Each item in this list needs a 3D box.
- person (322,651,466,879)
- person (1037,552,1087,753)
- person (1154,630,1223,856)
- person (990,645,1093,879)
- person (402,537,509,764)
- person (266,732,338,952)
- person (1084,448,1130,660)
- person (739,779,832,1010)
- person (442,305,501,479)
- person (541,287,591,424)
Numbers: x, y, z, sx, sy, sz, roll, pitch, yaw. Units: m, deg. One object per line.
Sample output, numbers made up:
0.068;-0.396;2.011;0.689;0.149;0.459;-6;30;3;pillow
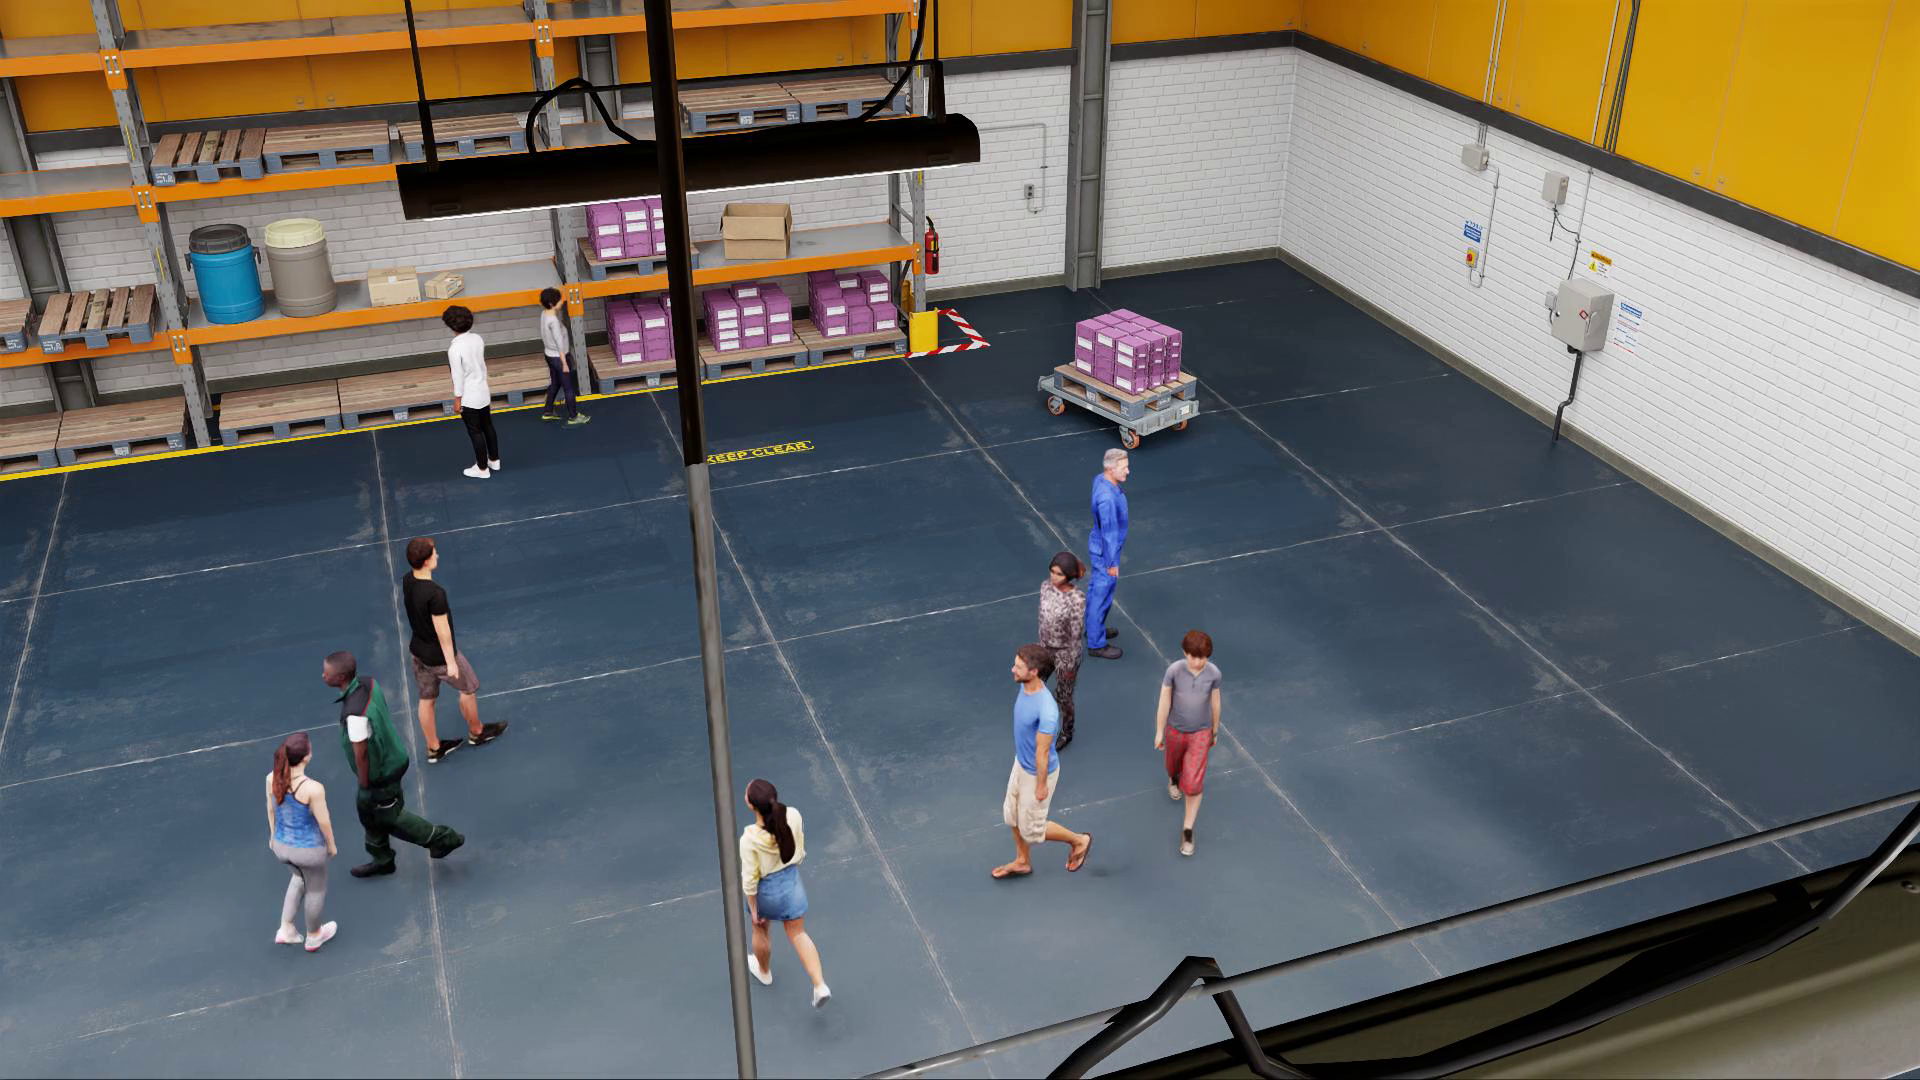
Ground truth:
-3.797;1.518;11.086;1.025;1.808;0.722;-4;29;-8;person
0.800;0.823;12.474;0.713;1.701;0.766;25;37;38;person
1.592;1.307;11.669;1.119;1.621;1.004;4;29;8;person
0.570;1.505;11.073;0.912;1.845;0.666;-8;30;-15;person
-3.955;0.848;12.274;0.931;1.847;1.030;21;35;33;person
-4.196;1.972;10.485;0.791;1.588;0.845;6;29;10;person
1.191;0.082;13.702;0.706;1.826;0.787;1;29;1;person
-1.072;2.169;10.103;1.040;1.608;0.884;-21;35;-33;person
-4.859;-1.486;16.593;0.768;1.808;0.712;12;31;21;person
-4.307;-1.956;17.727;0.762;1.548;0.651;-19;34;-31;person
